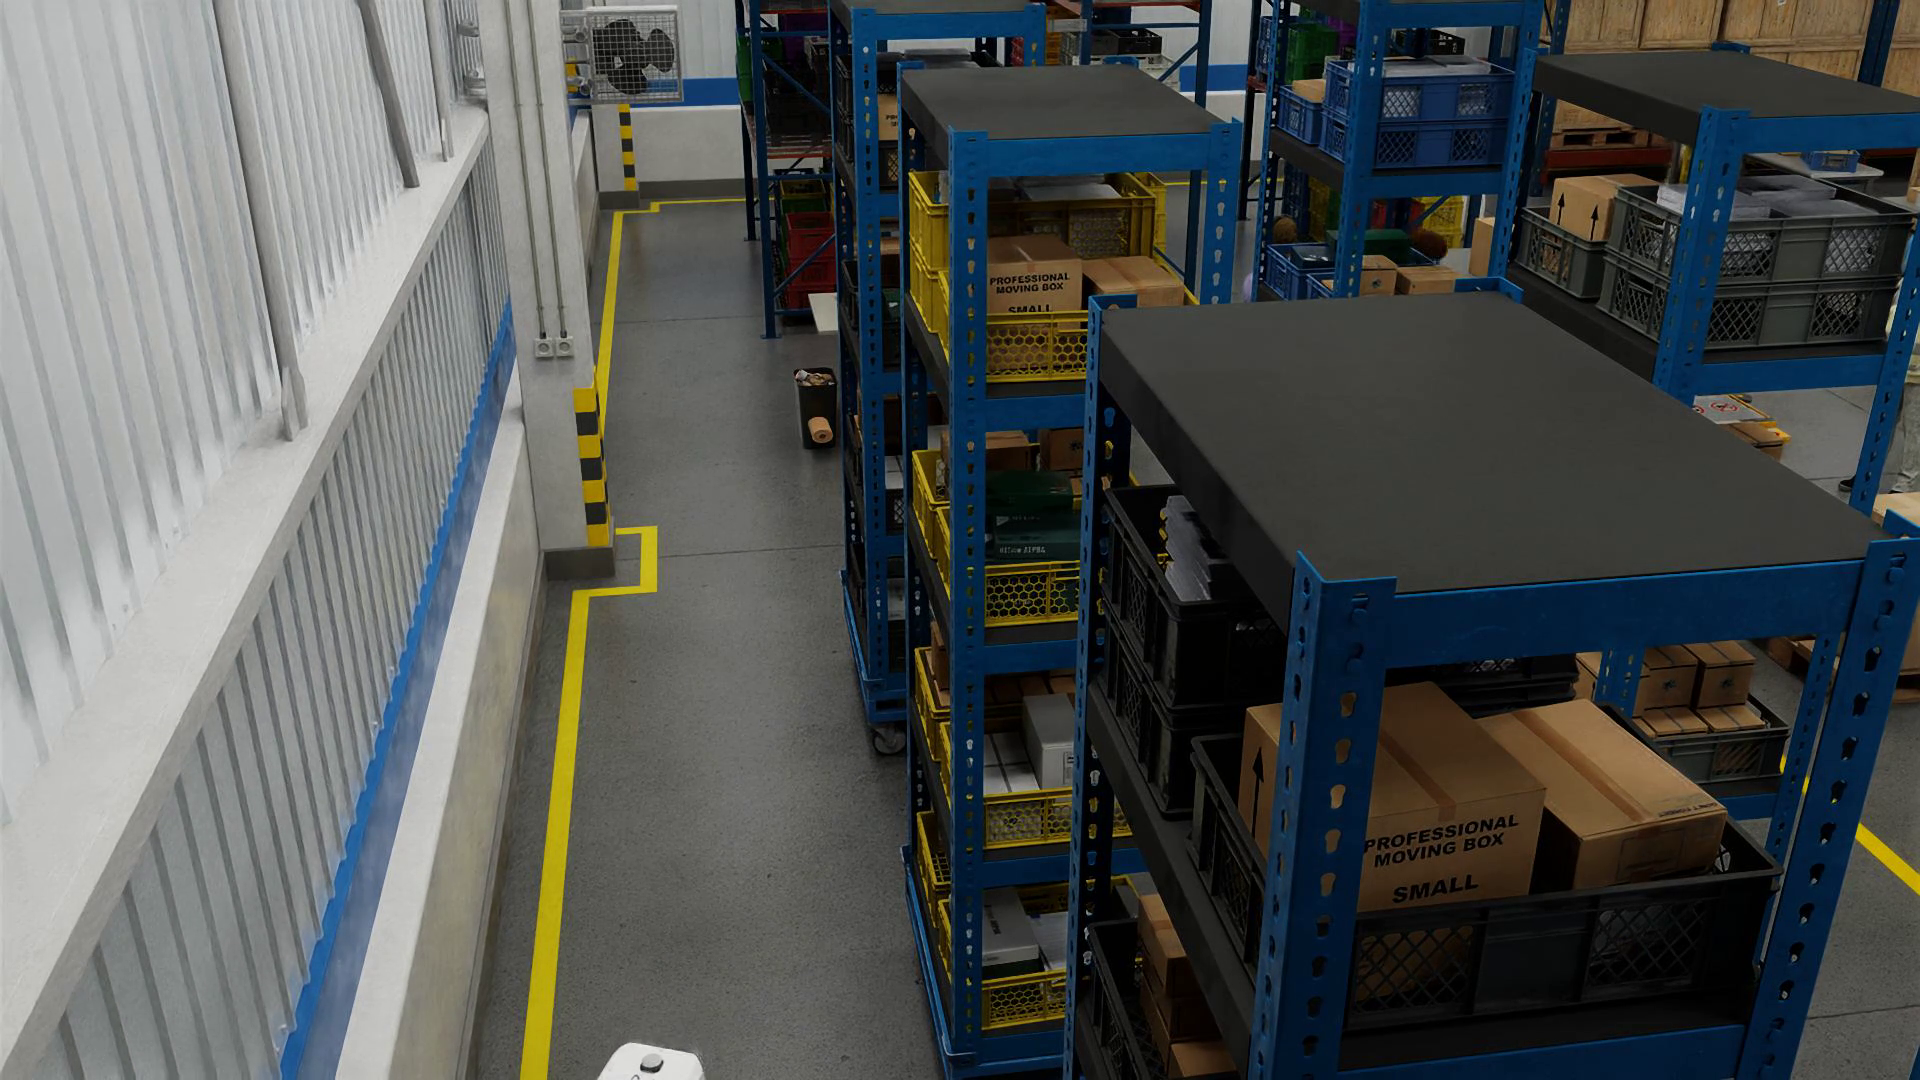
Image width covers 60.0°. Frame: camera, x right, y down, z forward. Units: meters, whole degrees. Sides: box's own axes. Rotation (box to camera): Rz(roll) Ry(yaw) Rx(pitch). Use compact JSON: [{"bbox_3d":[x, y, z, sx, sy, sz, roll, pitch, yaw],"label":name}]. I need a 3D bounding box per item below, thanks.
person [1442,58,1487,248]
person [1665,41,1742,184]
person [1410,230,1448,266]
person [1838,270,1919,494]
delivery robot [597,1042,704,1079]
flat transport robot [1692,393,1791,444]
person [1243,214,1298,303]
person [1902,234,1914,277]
[{"bbox_3d":[5.181,-3.922,16.876,0.585,1.881,0.337,-10,26,-20],"label":"person"},{"bbox_3d":[8.208,-4.589,18.390,0.594,1.830,0.461,3,25,6],"label":"person"},{"bbox_3d":[2.860,-1.152,10.953,0.481,1.804,0.678,22,32,39],"label":"person"},{"bbox_3d":[6.186,-1.111,10.826,0.404,1.832,0.597,-8,26,-17],"label":"person"},{"bbox_3d":[-1.114,1.988,5.500,0.477,0.478,0.707,6,25,13],"label":"delivery robot"},{"bbox_3d":[5.224,-0.859,12.132,1.431,0.197,0.652,-4,25,-8],"label":"flat transport robot"},{"bbox_3d":[2.018,-1.154,10.794,0.632,1.940,0.372,-19,31,-35],"label":"person"},{"bbox_3d":[7.252,-1.764,12.406,0.540,1.695,0.317,6,25,14],"label":"person"}]
